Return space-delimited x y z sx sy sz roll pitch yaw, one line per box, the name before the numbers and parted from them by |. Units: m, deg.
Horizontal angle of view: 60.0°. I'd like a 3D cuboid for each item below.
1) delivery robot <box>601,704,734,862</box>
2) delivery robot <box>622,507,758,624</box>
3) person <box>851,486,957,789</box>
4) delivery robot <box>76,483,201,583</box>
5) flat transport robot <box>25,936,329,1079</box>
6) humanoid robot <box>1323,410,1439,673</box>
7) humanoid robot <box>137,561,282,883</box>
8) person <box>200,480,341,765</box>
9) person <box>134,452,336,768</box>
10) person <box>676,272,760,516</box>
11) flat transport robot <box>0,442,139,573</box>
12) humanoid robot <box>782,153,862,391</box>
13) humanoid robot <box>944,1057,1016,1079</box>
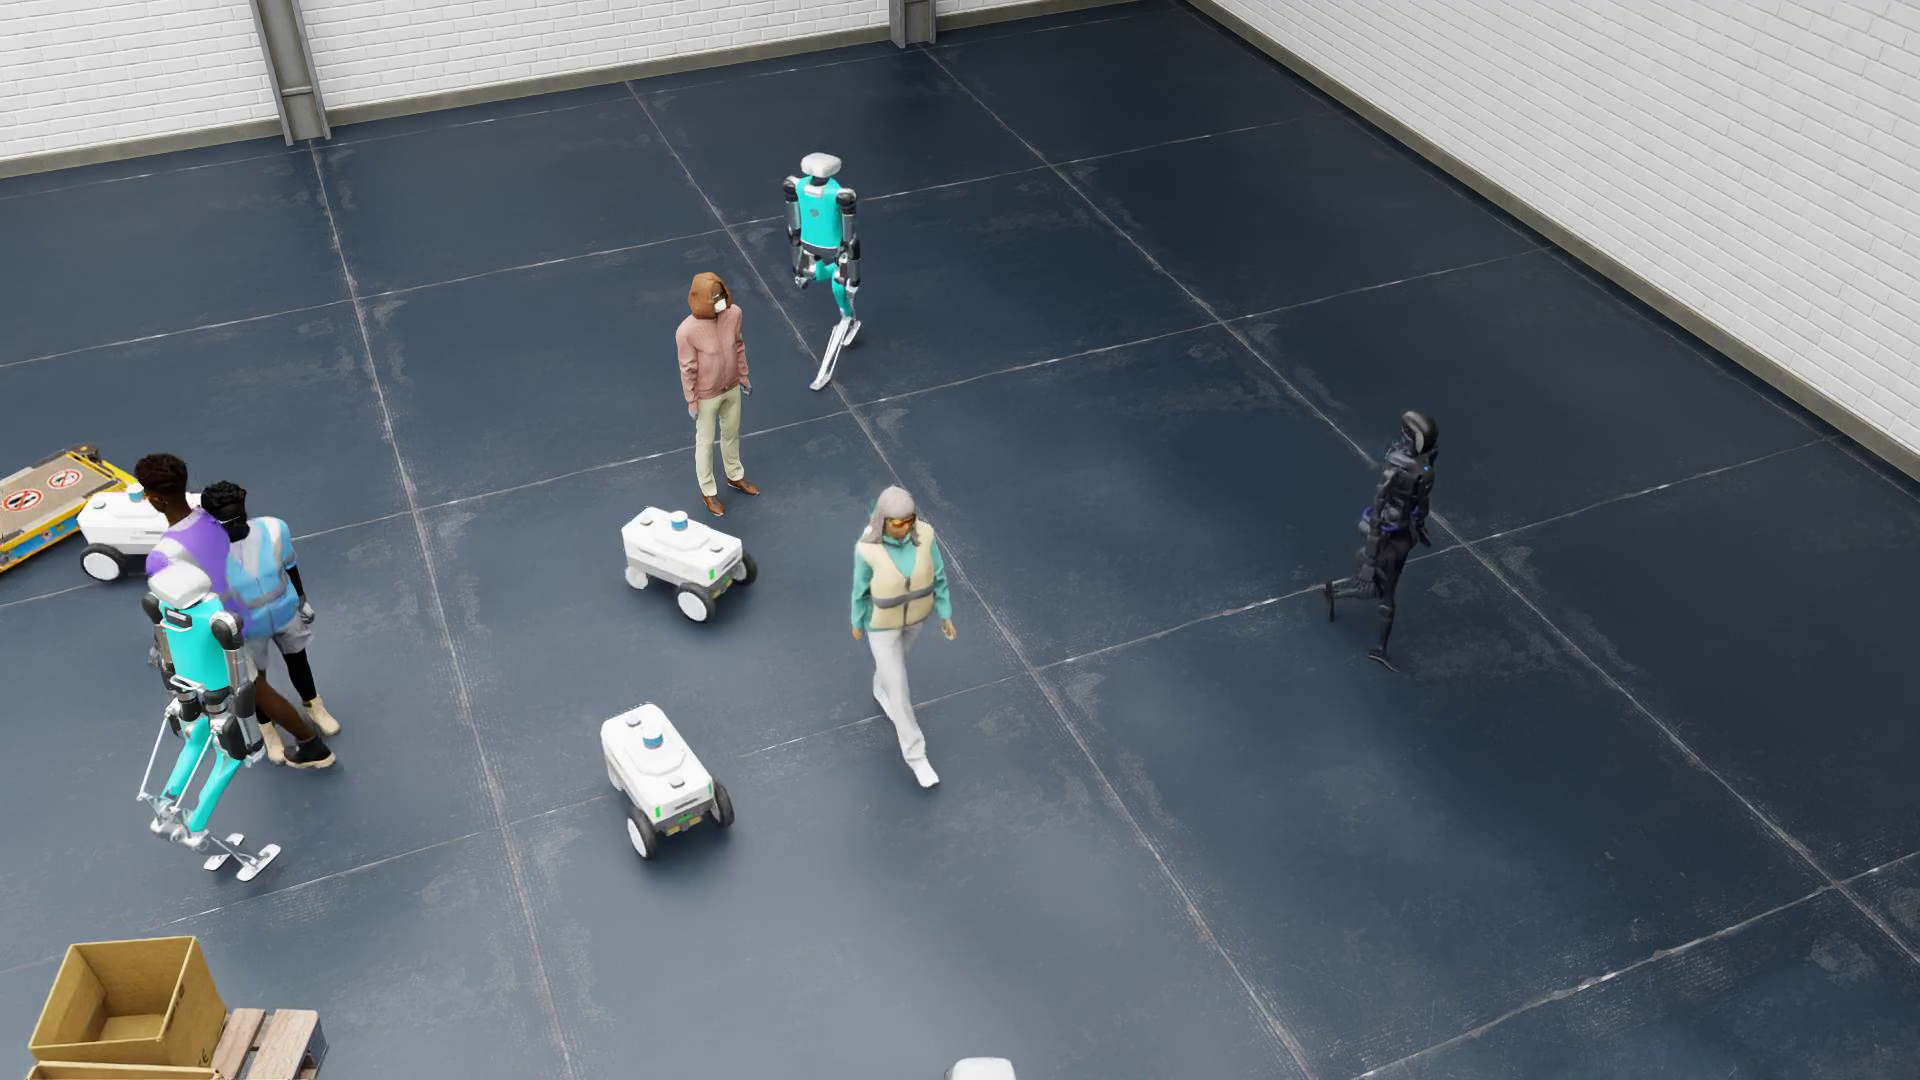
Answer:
delivery robot | -1.532 1.200 8.476 0.499 0.593 0.789 -22 43 -26
delivery robot | -1.650 0.091 9.913 0.765 0.586 0.499 19 42 23
person | -0.273 0.454 8.531 0.473 1.659 0.918 -20 42 -24
delivery robot | -4.960 -0.075 10.142 0.795 0.602 0.499 1 38 1
flat transport robot | -3.284 2.631 6.849 1.431 0.231 0.659 2 38 2
humanoid robot | 2.322 -0.046 9.191 0.619 1.629 0.609 30 47 33
humanoid robot | -3.595 0.957 7.746 0.530 1.691 0.751 16 40 19
person | -3.595 0.405 8.574 0.532 1.696 0.318 -30 47 -33
person | -3.800 0.385 8.430 1.039 1.910 0.598 6 38 8
person | -1.506 -0.925 10.353 0.284 1.636 0.499 29 46 33
flat transport robot | -5.915 -0.119 10.428 0.659 0.231 1.431 23 43 27
humanoid robot | -0.837 -1.979 11.683 0.540 1.764 1.030 14 40 18
humanoid robot | 0.387 2.467 5.889 0.903 1.785 0.577 -2 38 -2
